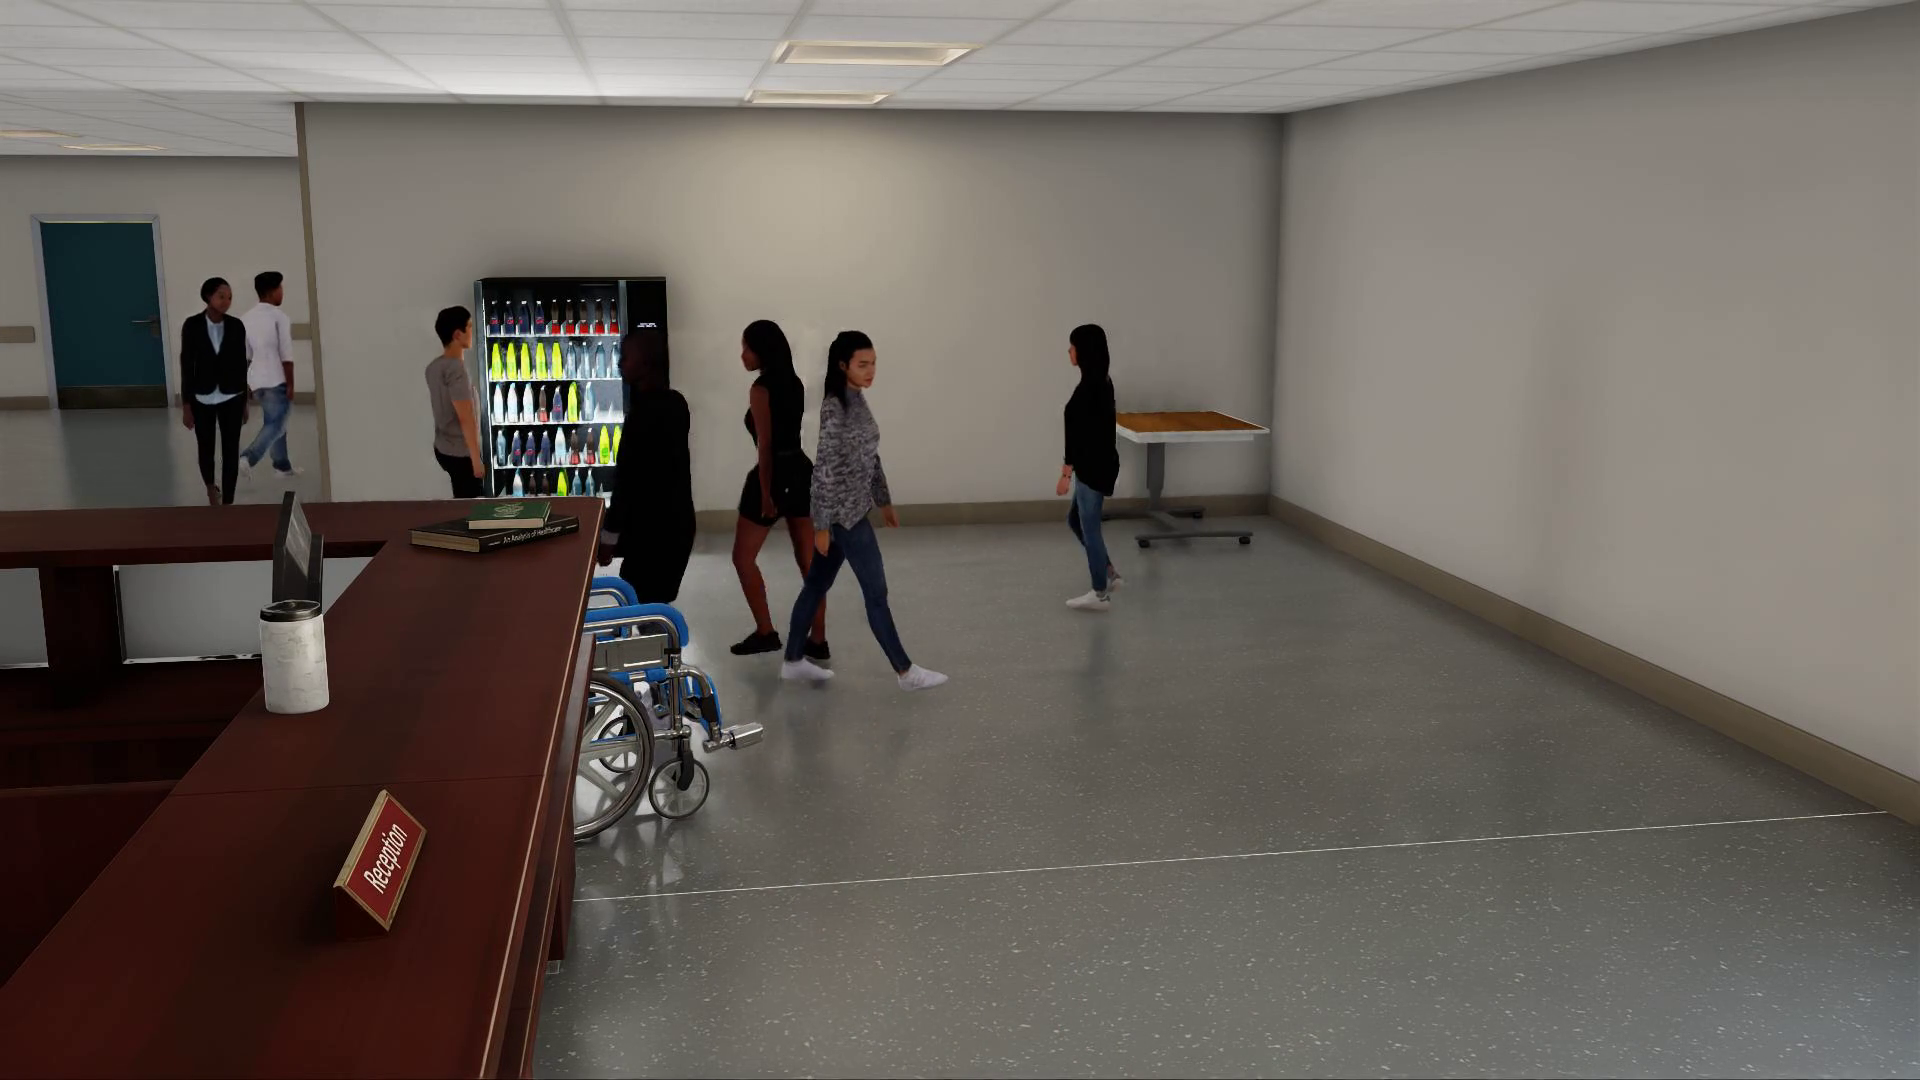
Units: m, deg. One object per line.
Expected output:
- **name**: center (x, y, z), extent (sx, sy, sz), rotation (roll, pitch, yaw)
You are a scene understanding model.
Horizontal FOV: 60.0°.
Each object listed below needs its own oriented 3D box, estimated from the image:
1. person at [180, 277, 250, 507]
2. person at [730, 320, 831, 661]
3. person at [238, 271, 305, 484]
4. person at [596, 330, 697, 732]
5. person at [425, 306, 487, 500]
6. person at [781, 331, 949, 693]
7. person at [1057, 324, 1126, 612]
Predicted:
- **person**: center (-5.261, -0.912, 11.743), extent (1.161, 1.786, 0.899), rotation (-5, 12, -24)
- **person**: center (-0.816, -0.214, 8.247), extent (0.895, 1.717, 0.856), rotation (6, 12, 30)
- **person**: center (-5.851, -1.328, 13.962), extent (1.145, 1.775, 1.072), rotation (4, 11, 19)
- **person**: center (-1.260, -0.013, 7.105), extent (0.789, 1.748, 0.796), rotation (4, 12, 21)
- **person**: center (-3.058, -0.519, 9.871), extent (0.810, 1.711, 0.731), rotation (-6, 12, -29)
- **person**: center (-0.628, -0.097, 7.723), extent (1.185, 1.683, 0.961), rotation (1, 11, 4)
- **person**: center (0.826, -0.396, 9.435), extent (0.697, 1.633, 0.663), rotation (3, 11, 15)
